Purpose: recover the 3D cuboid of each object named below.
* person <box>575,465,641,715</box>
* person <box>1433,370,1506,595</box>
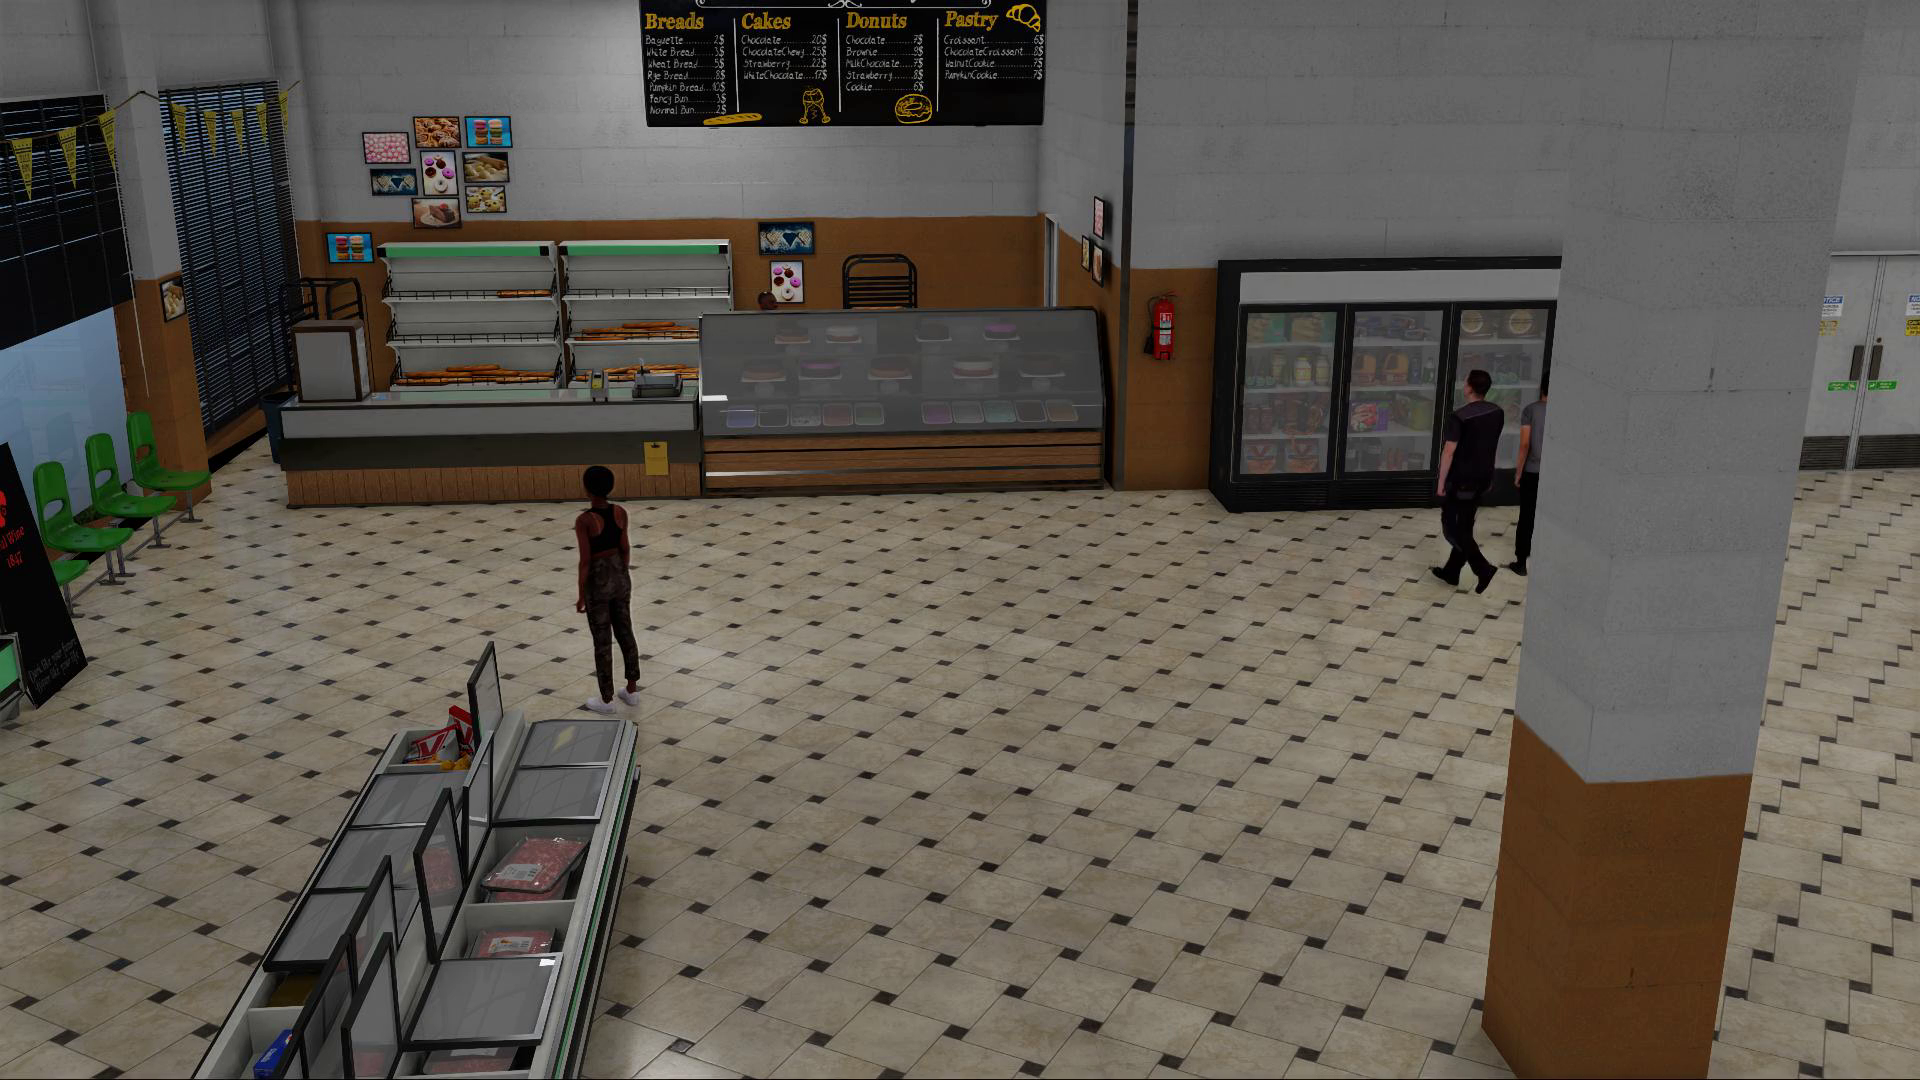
[{"bbox_3d":[-2.367,0.321,11.118,0.706,1.699,0.655,15,22,40],"label":"person"},{"bbox_3d":[4.150,-0.442,13.413,0.972,1.827,1.170,-8,19,-25],"label":"person"}]
